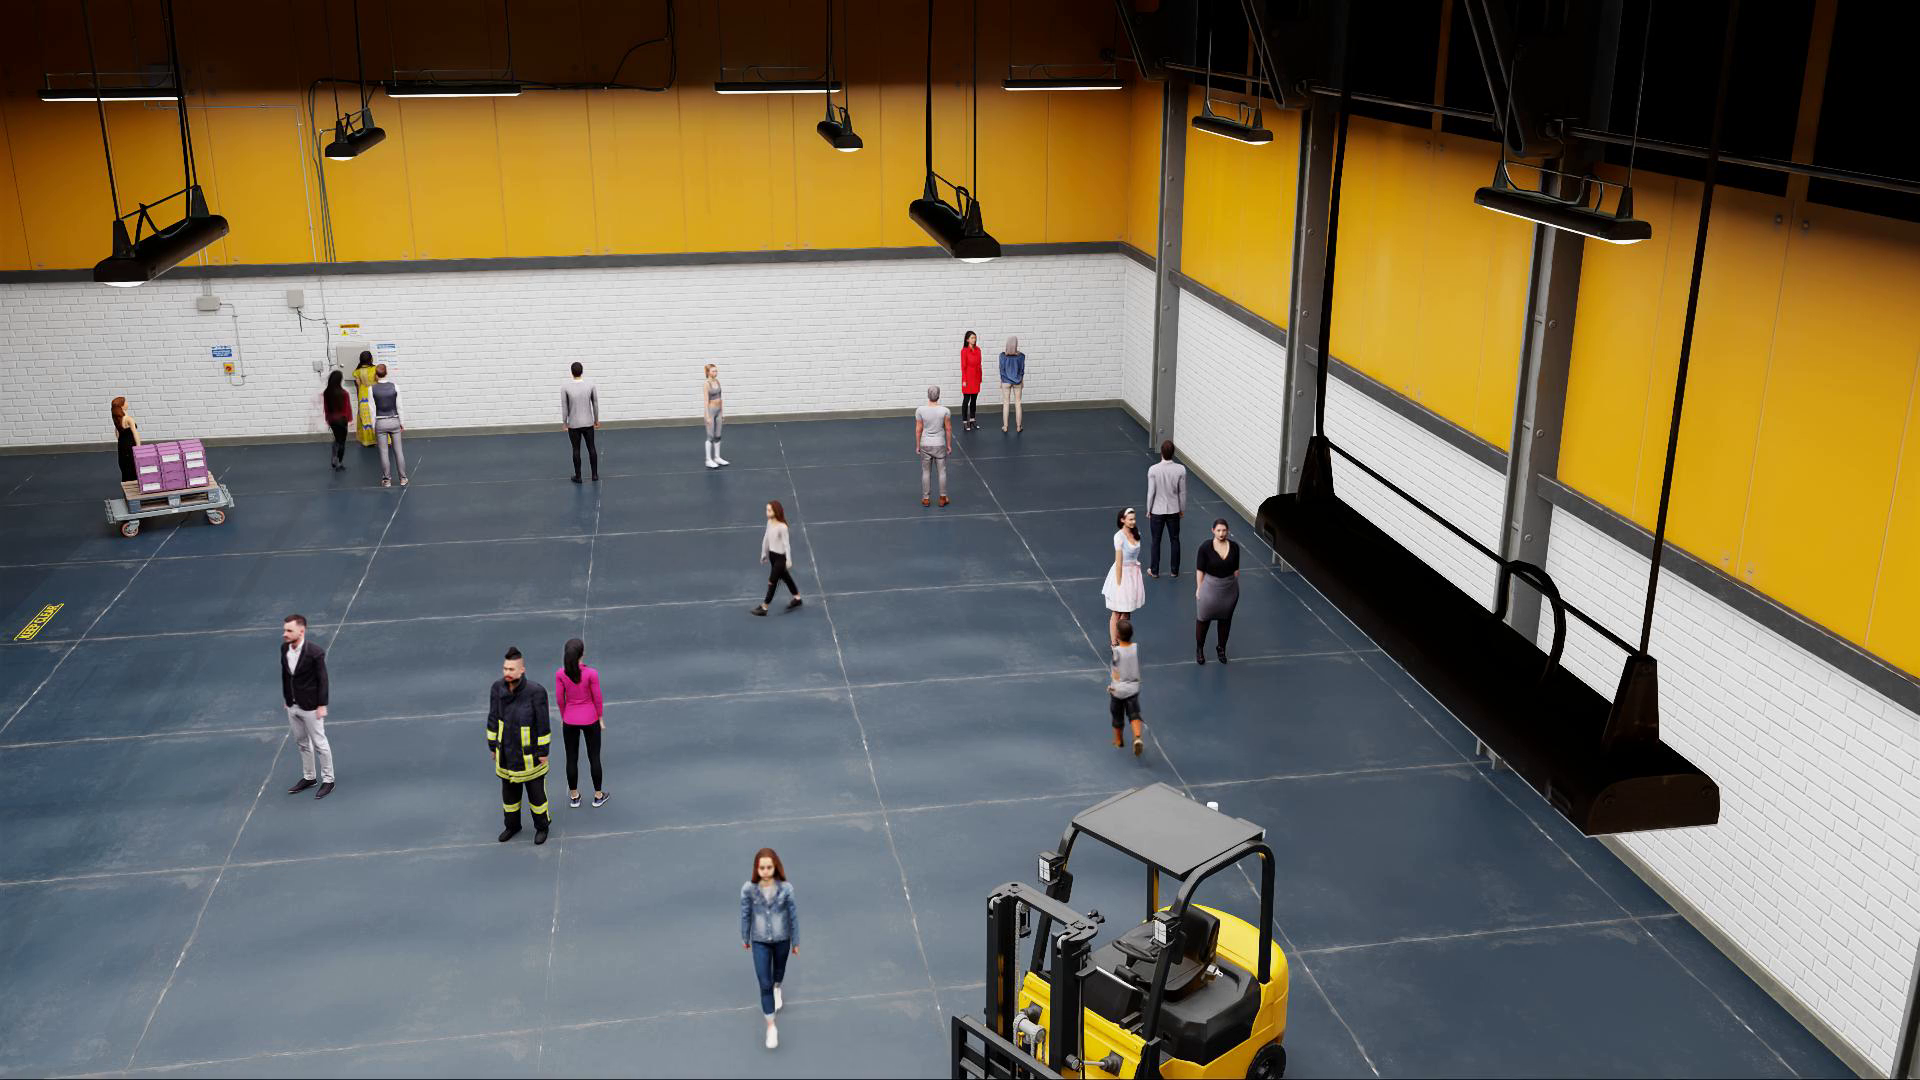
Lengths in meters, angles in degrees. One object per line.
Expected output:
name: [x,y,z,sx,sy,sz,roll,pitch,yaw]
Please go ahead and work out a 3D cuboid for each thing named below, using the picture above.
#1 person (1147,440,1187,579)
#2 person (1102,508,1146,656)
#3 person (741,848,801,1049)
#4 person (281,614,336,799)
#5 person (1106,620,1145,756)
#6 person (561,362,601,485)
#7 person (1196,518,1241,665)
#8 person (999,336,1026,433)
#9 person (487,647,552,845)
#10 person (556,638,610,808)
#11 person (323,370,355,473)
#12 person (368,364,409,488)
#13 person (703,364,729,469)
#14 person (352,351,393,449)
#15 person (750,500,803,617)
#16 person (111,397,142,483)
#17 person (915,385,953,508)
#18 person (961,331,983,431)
person: [2.707,-0.408,21.885,0.690,1.853,0.591,-2,19,-5]
person: [1.908,0.491,19.268,0.912,1.818,0.857,15,24,38]
person: [-1.413,2.969,12.501,0.589,1.443,0.958,-2,19,-7]
person: [-6.294,1.571,16.021,0.741,1.844,0.749,8,20,22]
person: [1.713,1.473,16.935,0.601,1.446,0.819,-5,19,-13]
person: [-5.937,-1.849,26.053,0.799,1.924,0.731,-8,20,-23]
person: [2.952,0.580,19.099,0.671,1.758,0.616,-2,19,-7]
person: [0.908,-2.734,29.036,0.643,1.697,0.598,-1,19,-2]
person: [-4.003,1.856,15.149,0.843,1.860,0.822,3,19,9]
person: [-3.600,1.726,15.788,0.622,1.699,0.622,0,19,1]
person: [-9.943,-1.859,26.531,0.697,1.637,0.733,3,19,8]
person: [-8.912,-1.805,25.897,0.704,1.938,0.643,-8,20,-22]
person: [-4.007,-2.030,26.937,0.696,1.702,0.627,11,22,30]
person: [-9.920,-2.381,28.045,0.935,1.660,0.884,2,19,5]
person: [-2.199,0.219,20.669,0.930,1.440,1.004,-15,24,-37]
person: [-12.559,-1.375,25.113,0.684,1.625,0.725,8,20,23]
person: [-0.400,-1.408,24.893,0.737,1.828,0.630,1,19,2]
person: [0.190,-2.808,29.176,0.728,1.748,0.765,-16,24,-40]
